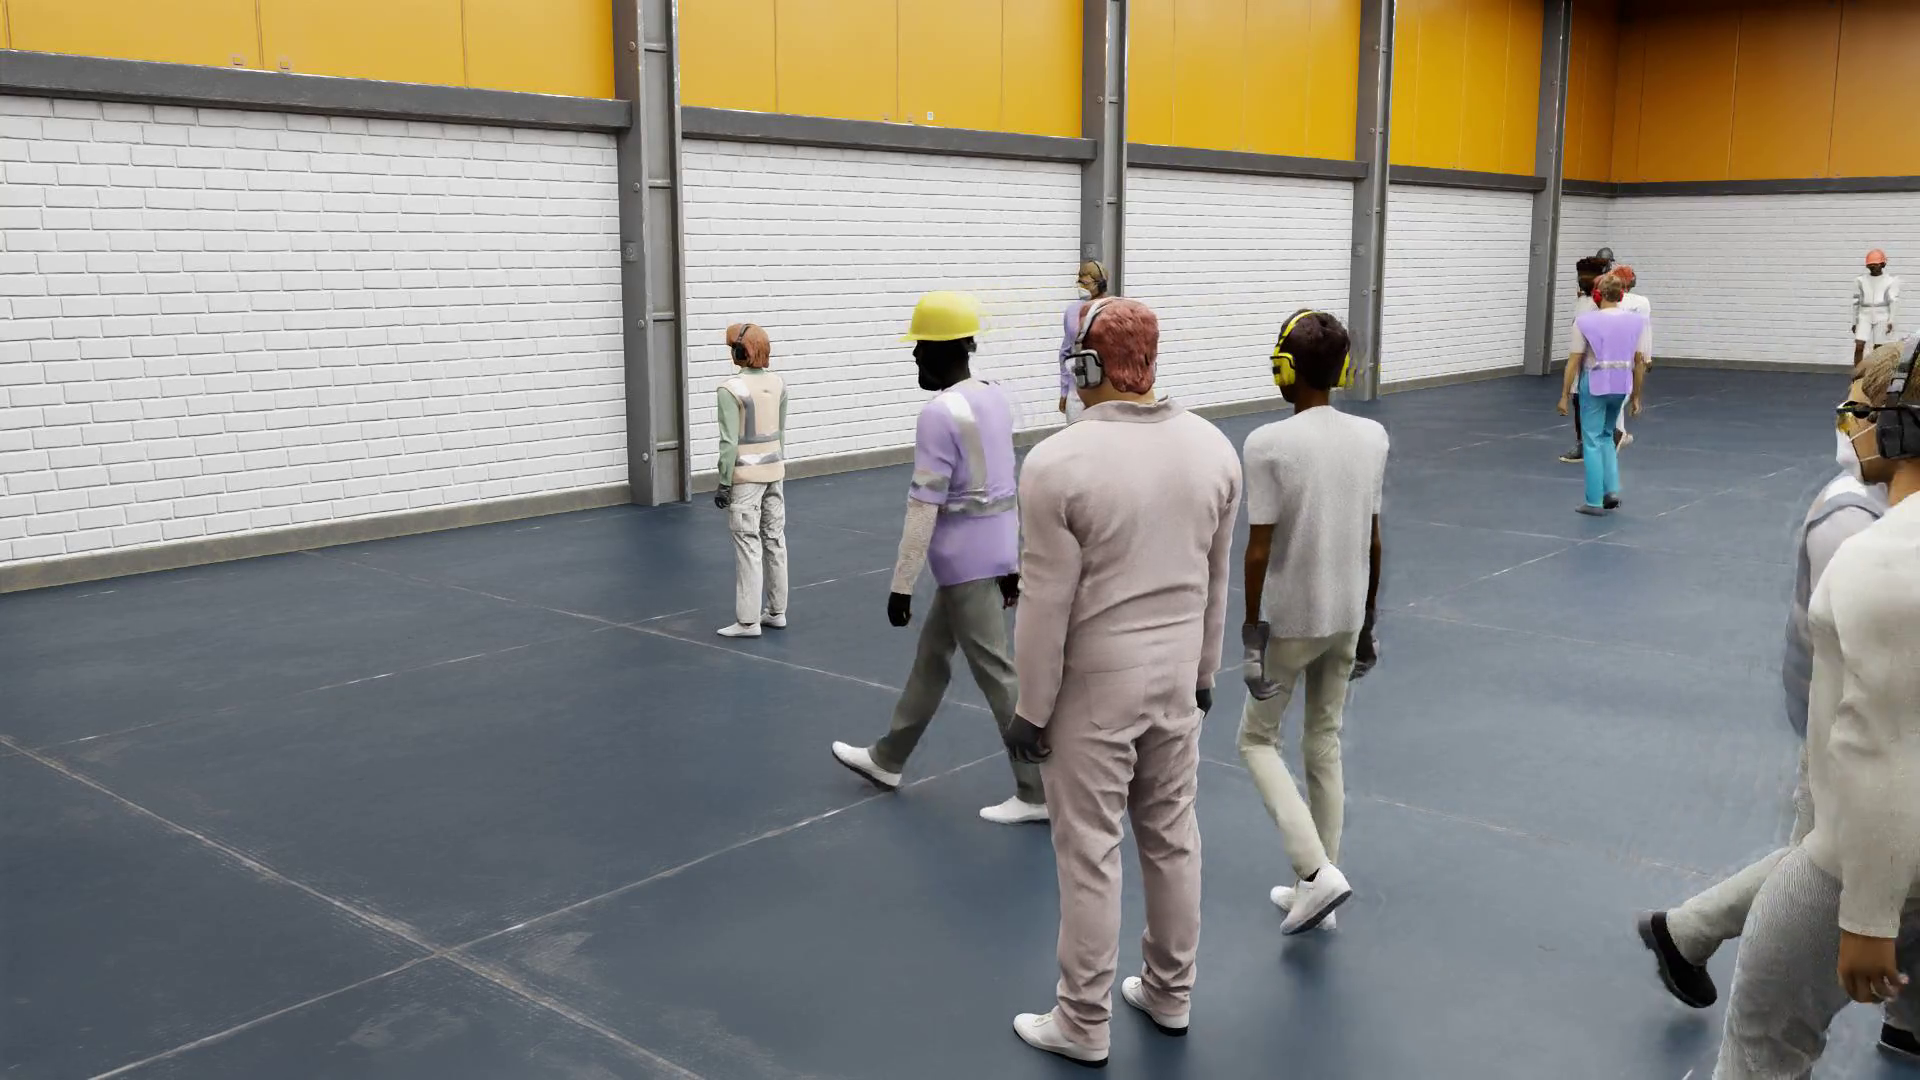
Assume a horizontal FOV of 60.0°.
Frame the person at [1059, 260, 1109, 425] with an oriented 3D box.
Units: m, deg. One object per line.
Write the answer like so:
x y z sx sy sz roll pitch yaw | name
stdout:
0.979 -1.057 12.107 0.627 1.934 0.370 8 13 39 | person

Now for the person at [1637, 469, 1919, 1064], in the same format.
2.163 0.419 4.102 0.604 1.797 0.784 -10 14 -44 | person

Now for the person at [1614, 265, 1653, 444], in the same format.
6.687 -1.861 16.927 0.912 1.855 0.575 -8 13 -40 | person

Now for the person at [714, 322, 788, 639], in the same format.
-1.078 -0.308 8.665 0.308 1.645 0.514 6 12 30 | person

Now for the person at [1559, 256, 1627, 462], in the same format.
5.973 -1.689 15.650 0.497 1.948 0.631 -2 10 -13 | person

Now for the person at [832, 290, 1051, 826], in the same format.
-0.043 0.064 5.912 0.998 1.872 0.609 4 11 20 | person

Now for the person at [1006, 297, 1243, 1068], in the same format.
0.380 0.355 4.152 0.642 1.906 0.410 -7 12 -34 | person

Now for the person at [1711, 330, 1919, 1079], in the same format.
1.714 0.567 3.022 0.653 1.887 1.036 -7 12 -35 | person

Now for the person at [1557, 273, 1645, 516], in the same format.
4.845 -1.093 12.614 0.579 1.831 0.490 -3 10 -14 | person

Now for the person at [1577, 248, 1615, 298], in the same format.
9.887 -3.486 25.628 0.673 2.000 0.536 9 14 43 | person

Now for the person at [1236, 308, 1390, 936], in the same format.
1.042 0.262 4.841 0.522 1.856 0.457 -4 11 -20 | person

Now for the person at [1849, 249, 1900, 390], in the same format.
12.989 -3.118 23.659 0.613 2.001 0.778 8 13 38 | person
